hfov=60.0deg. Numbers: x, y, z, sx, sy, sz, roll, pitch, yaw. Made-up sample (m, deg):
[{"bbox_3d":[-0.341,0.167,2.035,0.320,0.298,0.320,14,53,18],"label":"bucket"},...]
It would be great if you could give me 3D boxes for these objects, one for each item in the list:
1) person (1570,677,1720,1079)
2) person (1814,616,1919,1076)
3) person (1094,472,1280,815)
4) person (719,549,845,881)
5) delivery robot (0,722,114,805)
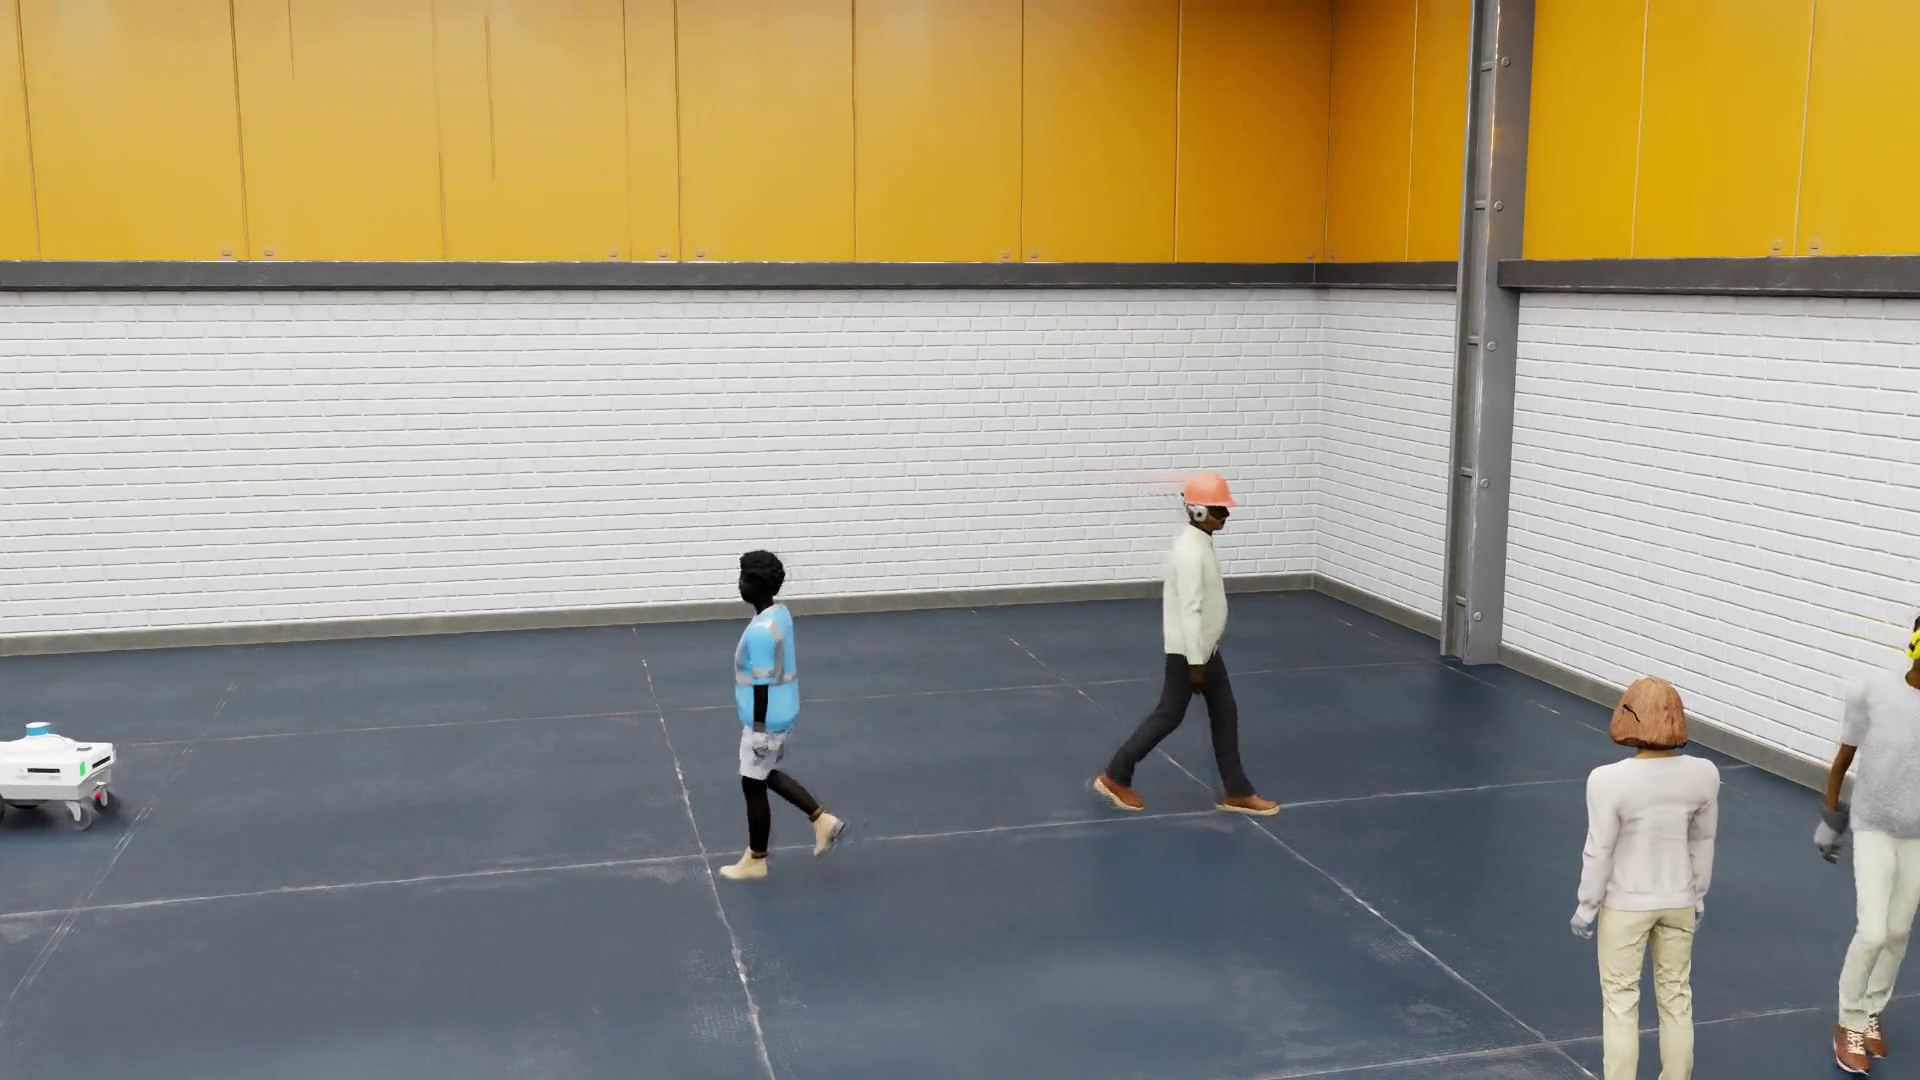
[{"bbox_3d":[2.400,1.288,5.849,0.498,1.634,0.278,-2,9,-10],"label":"person"},{"bbox_3d":[3.564,1.119,6.292,0.532,1.828,0.642,2,9,15],"label":"person"},{"bbox_3d":[1.250,0.583,9.278,1.009,1.955,0.639,3,9,16],"label":"person"},{"bbox_3d":[-0.912,0.874,8.249,0.542,1.684,0.546,1,9,7],"label":"person"},{"bbox_3d":[-5.067,1.248,9.162,0.707,0.478,0.477,0,9,2],"label":"delivery robot"}]
